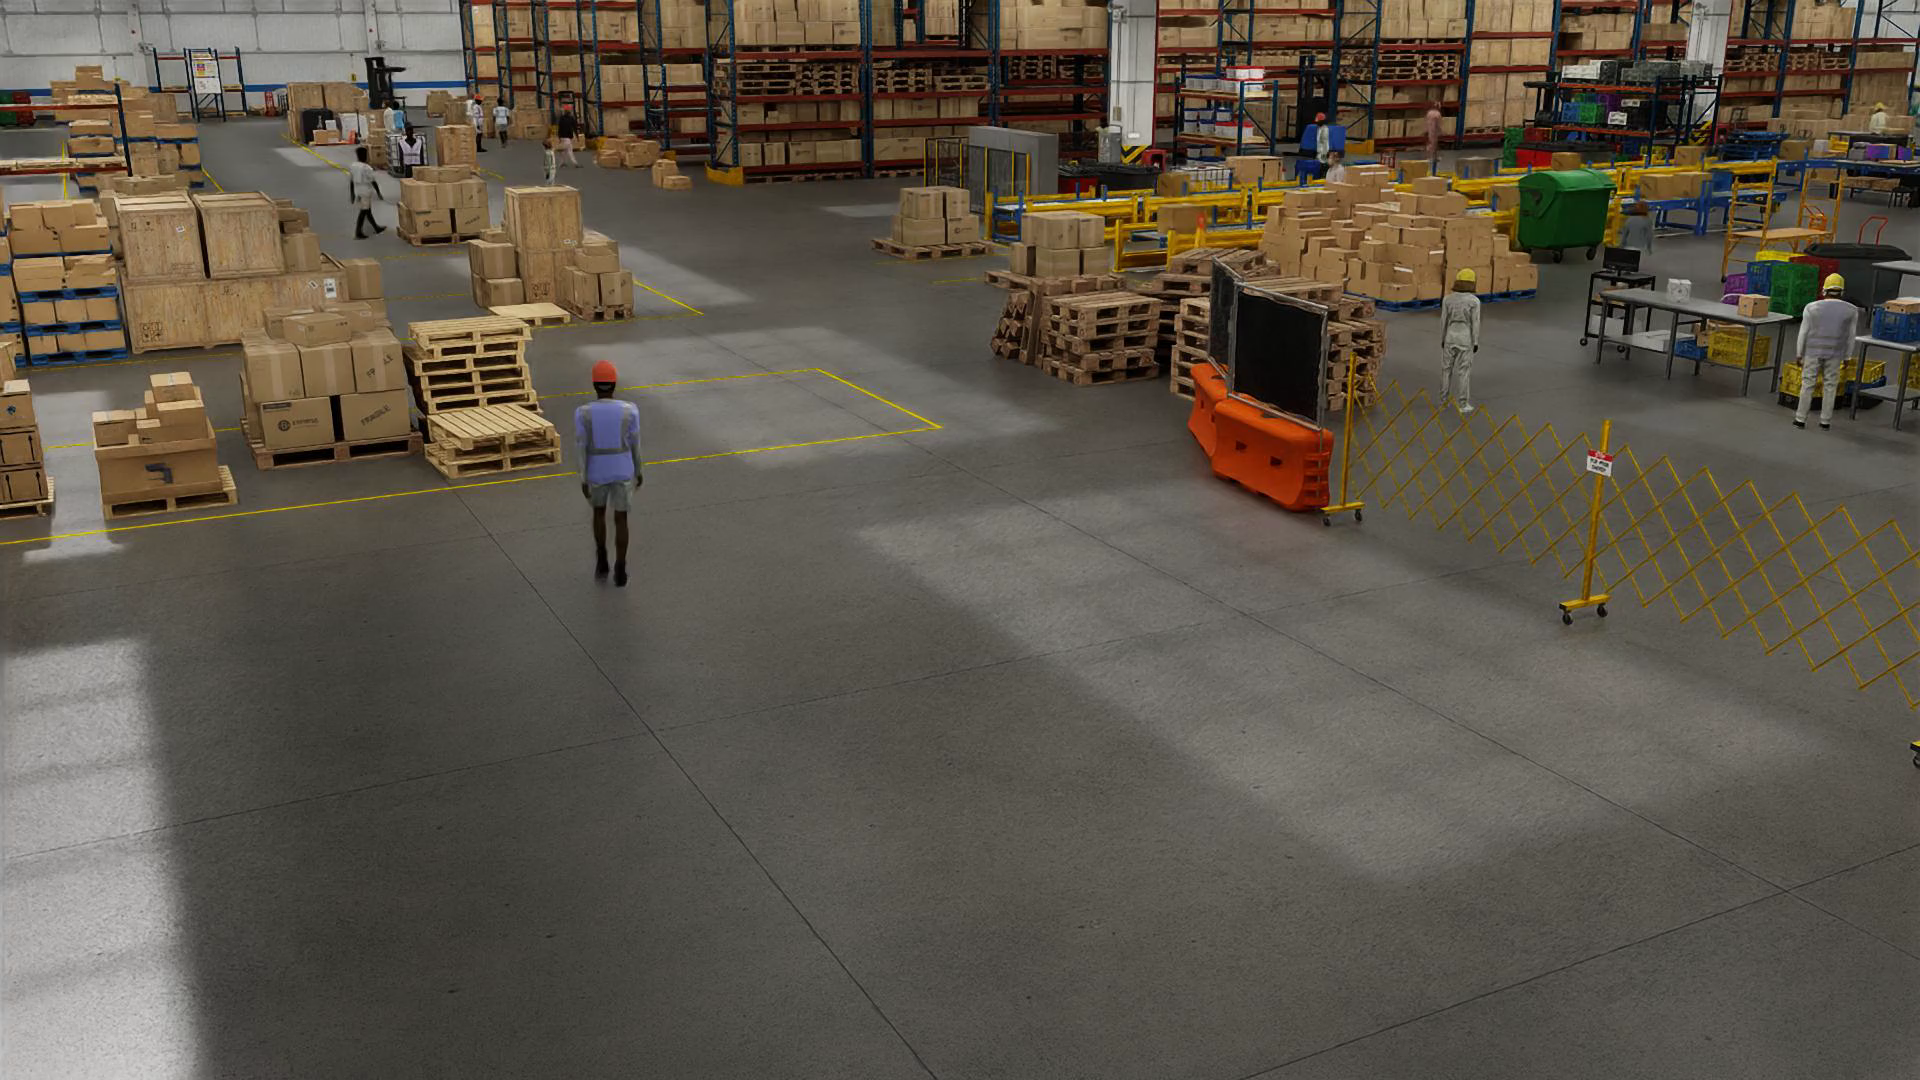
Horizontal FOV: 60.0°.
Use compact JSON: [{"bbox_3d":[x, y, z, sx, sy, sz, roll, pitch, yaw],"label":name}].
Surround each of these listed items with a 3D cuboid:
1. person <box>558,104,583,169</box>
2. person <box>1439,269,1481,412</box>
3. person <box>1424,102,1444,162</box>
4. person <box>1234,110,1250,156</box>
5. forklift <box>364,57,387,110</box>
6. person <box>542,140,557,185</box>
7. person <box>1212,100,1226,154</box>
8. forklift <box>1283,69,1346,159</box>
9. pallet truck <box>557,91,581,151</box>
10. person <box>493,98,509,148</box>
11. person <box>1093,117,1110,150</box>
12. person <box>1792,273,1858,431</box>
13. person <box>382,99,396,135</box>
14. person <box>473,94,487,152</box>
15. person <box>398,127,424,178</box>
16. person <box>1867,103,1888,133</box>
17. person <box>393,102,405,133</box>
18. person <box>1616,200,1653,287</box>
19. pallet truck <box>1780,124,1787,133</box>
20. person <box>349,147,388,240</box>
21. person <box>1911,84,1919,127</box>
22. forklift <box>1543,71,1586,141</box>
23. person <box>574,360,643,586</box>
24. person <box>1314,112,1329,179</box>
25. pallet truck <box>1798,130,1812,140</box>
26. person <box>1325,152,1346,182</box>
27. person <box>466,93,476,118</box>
[{"bbox_3d":[-11.909,-12.279,50.633,1.020,1.941,0.638,10,21,29],"label":"person"},{"bbox_3d":[6.089,-2.429,20.254,0.483,1.736,0.311,14,22,36],"label":"person"},{"bbox_3d":[15.172,-12.950,52.822,0.894,1.869,0.681,-4,18,-13],"label":"person"},{"bbox_3d":[8.796,-12.615,51.980,0.544,1.745,0.534,6,19,19],"label":"person"},{"bbox_3d":[-23.452,-17.993,66.928,1.873,2.768,1.129,4,18,11],"label":"forklift"},{"bbox_3d":[-10.100,-9.037,41.008,0.311,1.639,0.514,0,18,-1],"label":"person"},{"bbox_3d":[8.576,-13.699,55.093,0.547,1.919,0.658,-14,22,-37],"label":"person"},{"bbox_3d":[11.615,-13.871,54.079,1.129,2.768,1.873,-9,20,-27],"label":"forklift"},{"bbox_3d":[-13.495,-14.412,57.188,0.823,1.965,1.885,-3,18,-9],"label":"pallet truck"},{"bbox_3d":[-16.155,-14.670,58.501,0.548,1.668,0.683,-12,21,-33],"label":"person"},{"bbox_3d":[4.256,-11.664,49.144,0.534,1.670,0.768,12,21,32],"label":"person"},{"bbox_3d":[10.048,-2.180,19.340,0.595,1.824,0.404,6,19,17],"label":"person"},{"bbox_3d":[-18.257,-13.109,53.220,0.370,1.940,0.630,-5,19,-16],"label":"person"},{"bbox_3d":[-16.321,-14.158,56.518,0.383,1.930,0.540,0,18,0],"label":"person"},{"bbox_3d":[-13.675,-9.342,41.514,0.597,1.915,0.369,-9,20,-26],"label":"person"},{"bbox_3d":[29.311,-13.060,53.252,0.617,1.821,0.425,-6,19,-18],"label":"person"},{"bbox_3d":[-19.020,-13.972,56.302,0.319,1.697,0.533,12,21,33],"label":"person"},{"bbox_3d":[11.536,-5.011,28.509,0.770,1.603,0.498,-11,21,-30],"label":"person"},{"bbox_3d":[25.206,-12.542,52.601,1.601,1.201,0.680,0,18,-2],"label":"pallet truck"},{"bbox_3d":[-12.647,-7.390,35.435,0.611,1.908,1.024,11,21,30],"label":"person"},{"bbox_3d":[39.444,-17.963,68.691,0.535,1.731,0.795,-11,21,-31],"label":"person"},{"bbox_3d":[18.685,-13.231,52.085,1.873,2.768,1.129,-9,20,-26],"label":"forklift"},{"bbox_3d":[-2.994,-0.600,14.262,0.548,1.909,0.738,-3,18,-9],"label":"person"},{"bbox_3d":[9.957,-10.688,45.566,0.673,2.011,0.628,-2,18,-6],"label":"person"},{"bbox_3d":[25.526,-11.556,49.408,1.630,1.274,0.653,-9,20,-26],"label":"pallet truck"},{"bbox_3d":[7.929,-7.247,35.108,1.037,1.857,0.633,-6,19,-18],"label":"person"},{"bbox_3d":[-18.597,-16.212,63.404,0.527,1.621,0.388,10,20,27],"label":"person"}]
